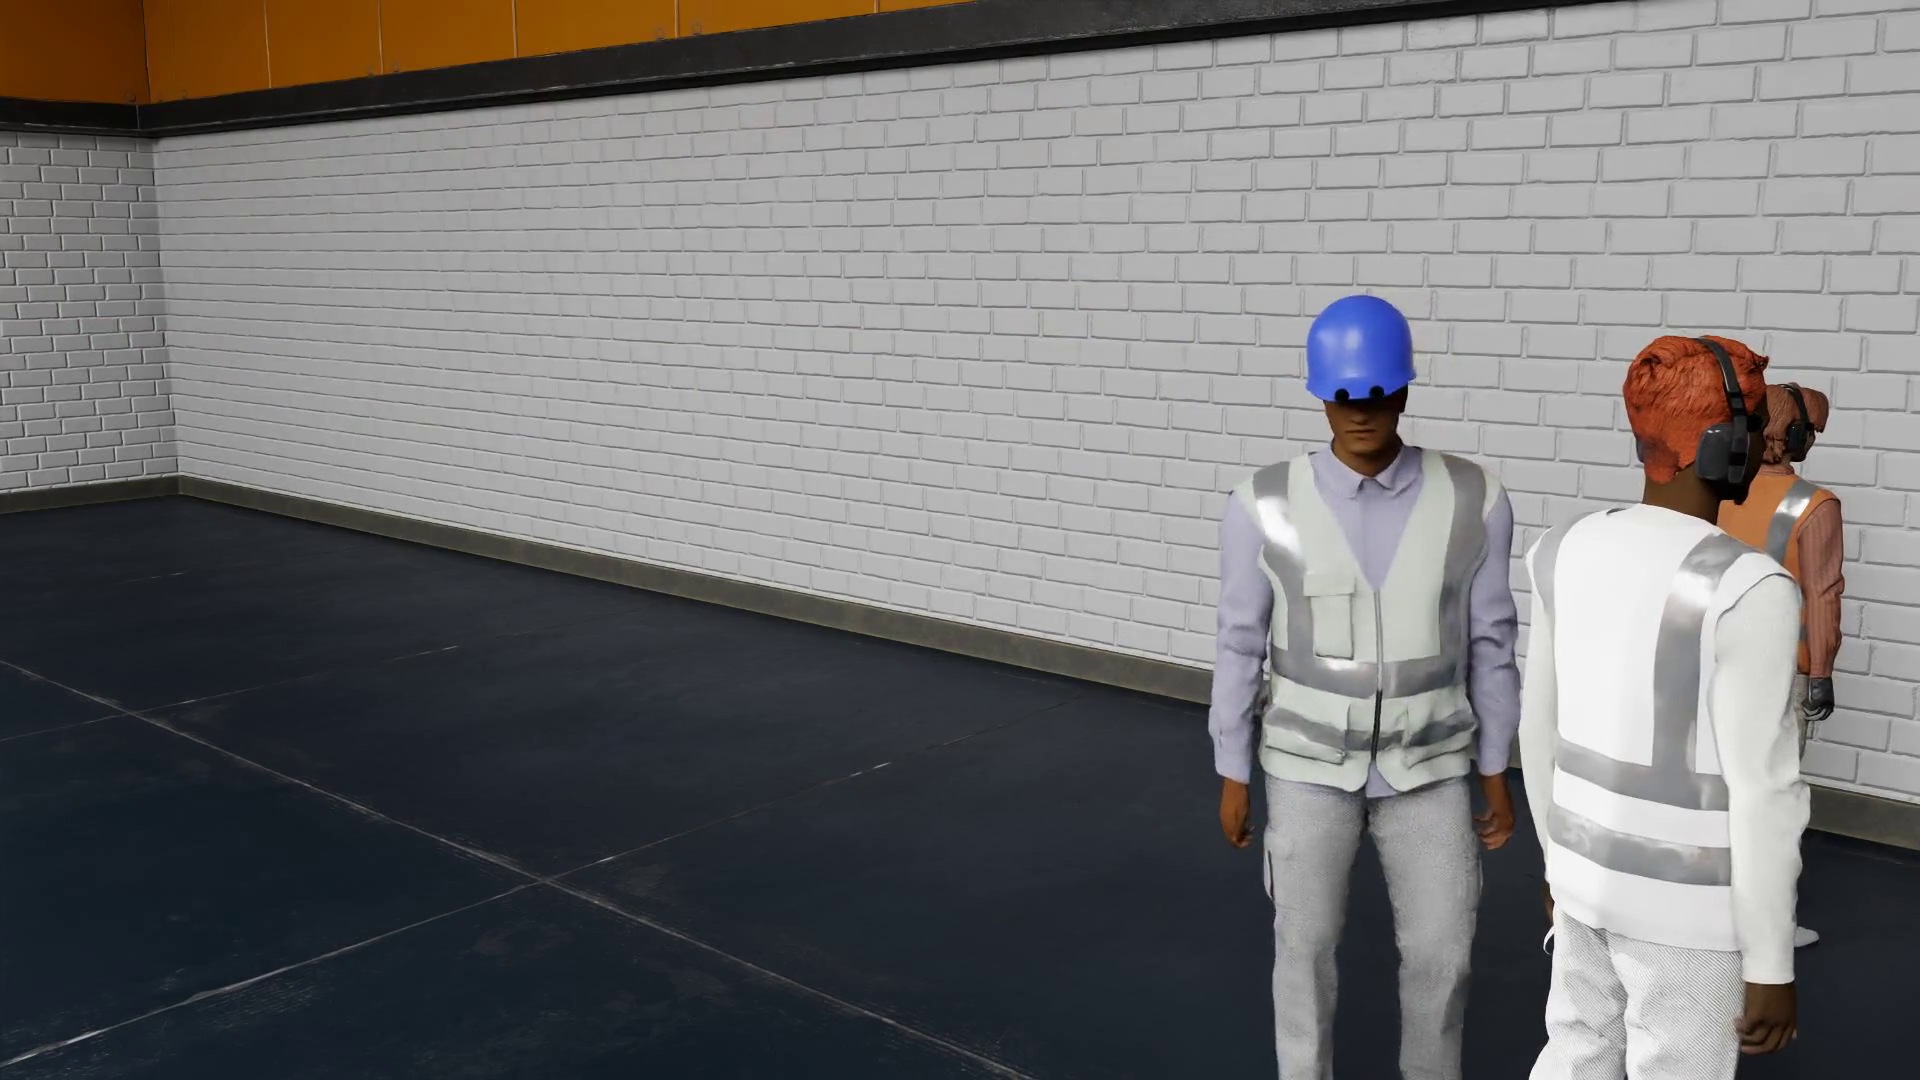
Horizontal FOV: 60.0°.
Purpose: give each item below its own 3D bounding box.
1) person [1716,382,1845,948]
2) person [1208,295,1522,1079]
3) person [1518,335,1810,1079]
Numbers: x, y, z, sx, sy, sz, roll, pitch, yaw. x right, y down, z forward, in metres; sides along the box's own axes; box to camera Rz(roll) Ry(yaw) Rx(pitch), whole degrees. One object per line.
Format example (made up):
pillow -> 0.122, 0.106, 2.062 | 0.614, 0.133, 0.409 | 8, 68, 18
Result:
person -> 2.326, 0.362, 4.864 | 0.311, 1.638, 0.521 | -4, 11, -22
person -> 0.836, 0.463, 3.459 | 0.630, 1.930, 0.445 | 1, 10, 7
person -> 1.166, 0.605, 2.785 | 0.353, 1.883, 0.573 | -3, 11, -19
